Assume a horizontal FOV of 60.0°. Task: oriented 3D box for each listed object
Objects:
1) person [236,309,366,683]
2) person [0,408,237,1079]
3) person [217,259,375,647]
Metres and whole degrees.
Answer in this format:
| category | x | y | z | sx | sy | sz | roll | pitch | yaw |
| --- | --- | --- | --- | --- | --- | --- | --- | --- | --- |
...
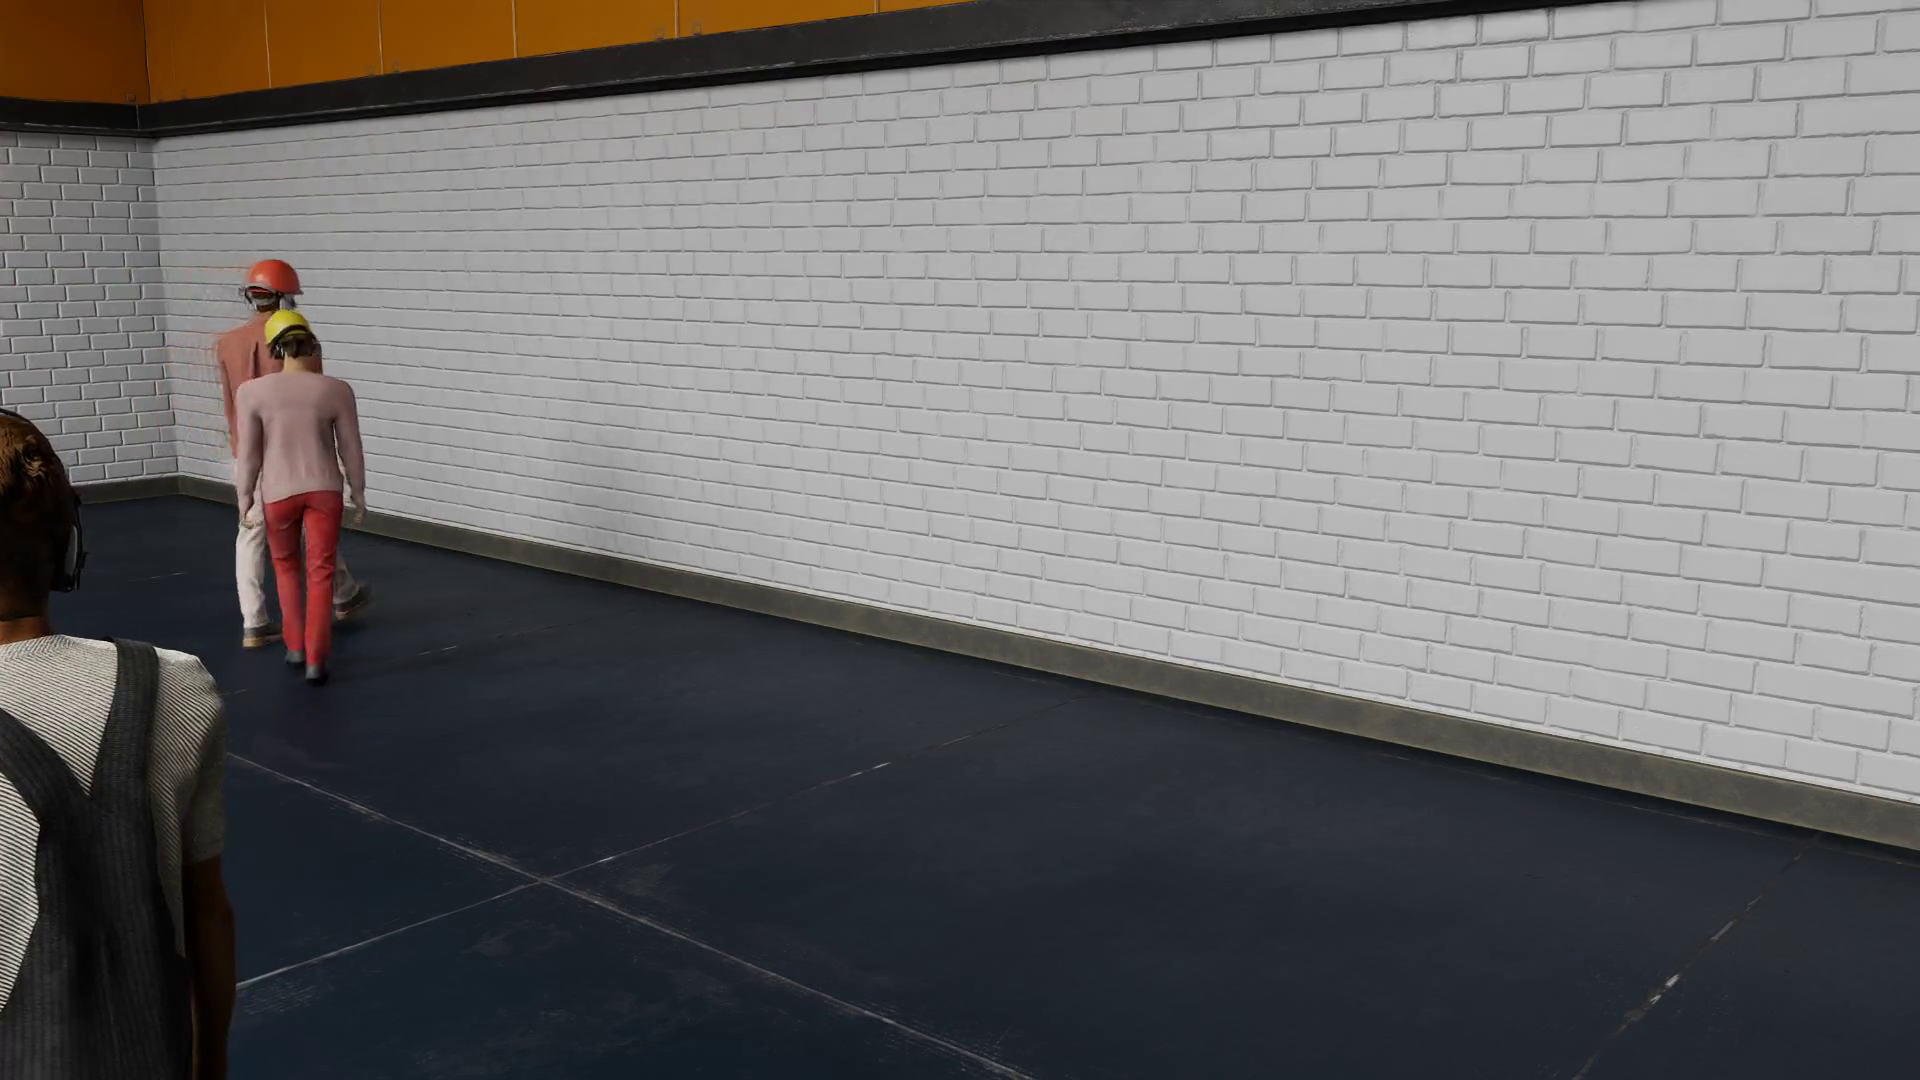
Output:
| category | x | y | z | sx | sy | sz | roll | pitch | yaw |
| --- | --- | --- | --- | --- | --- | --- | --- | --- | --- |
| person | -3.102 | -0.214 | 7.850 | 0.566 | 1.721 | 0.702 | -4 | 11 | -22 |
| person | -1.110 | 0.756 | 2.030 | 0.333 | 1.844 | 0.515 | 5 | 11 | 26 |
| person | -3.500 | -0.472 | 8.693 | 0.633 | 1.946 | 0.999 | 2 | 10 | 11 |
